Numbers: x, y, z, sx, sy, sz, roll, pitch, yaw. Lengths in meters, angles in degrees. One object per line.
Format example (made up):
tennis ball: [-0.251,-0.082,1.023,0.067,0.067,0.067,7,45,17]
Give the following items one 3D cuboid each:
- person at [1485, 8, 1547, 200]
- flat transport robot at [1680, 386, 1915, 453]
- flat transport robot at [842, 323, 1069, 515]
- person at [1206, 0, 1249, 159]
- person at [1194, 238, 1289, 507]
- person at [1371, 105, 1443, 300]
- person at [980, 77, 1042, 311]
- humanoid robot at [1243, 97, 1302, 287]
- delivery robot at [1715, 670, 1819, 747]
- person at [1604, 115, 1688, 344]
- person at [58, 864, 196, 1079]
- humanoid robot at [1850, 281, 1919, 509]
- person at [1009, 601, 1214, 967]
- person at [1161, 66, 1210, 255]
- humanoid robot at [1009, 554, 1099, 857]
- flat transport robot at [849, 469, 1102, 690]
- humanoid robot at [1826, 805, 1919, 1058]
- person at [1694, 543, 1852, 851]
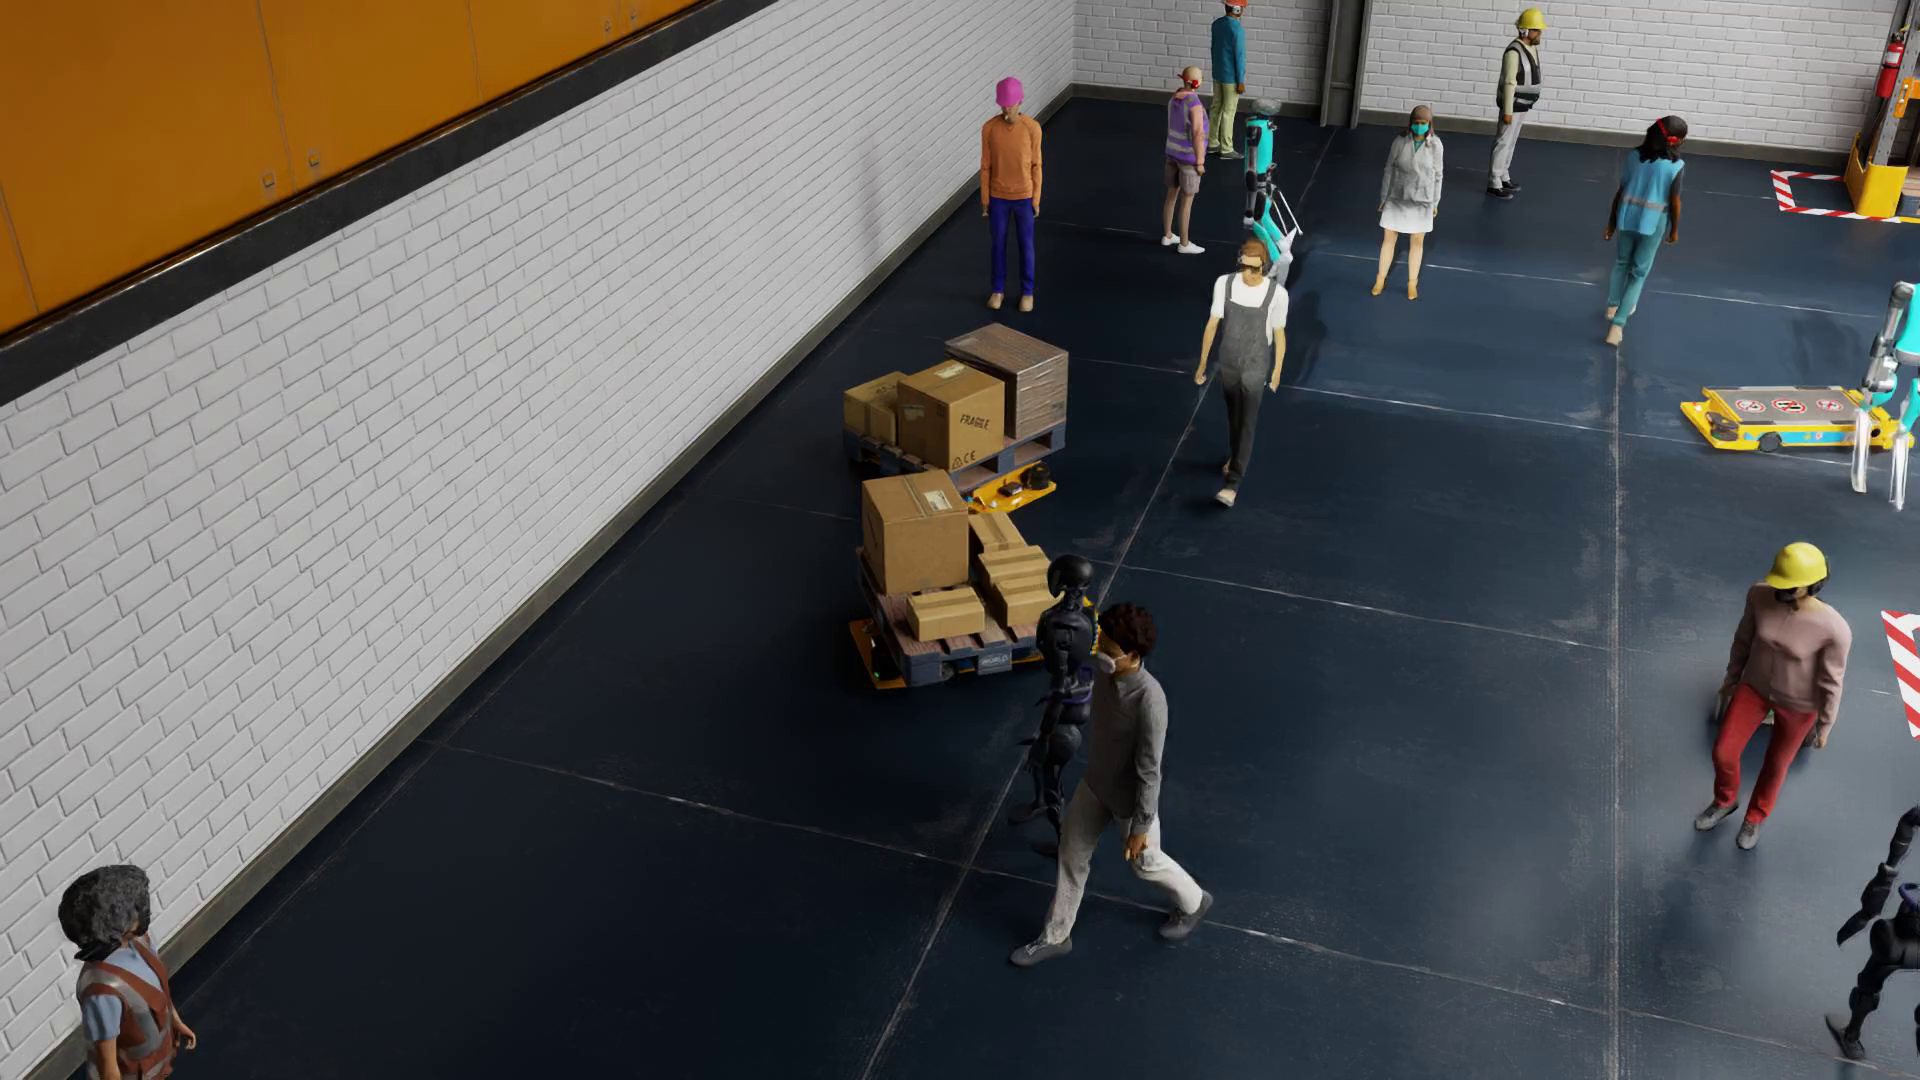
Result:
person: [5.497,-4.309,16.412,0.403,1.834,0.588,18,35,28]
flat transport robot: [6.100,-0.885,12.131,1.431,0.231,0.659,0,30,-1]
flat transport robot: [-0.070,-0.549,11.560,0.659,0.231,1.431,-26,39,-37]
person: [2.834,-4.907,17.507,0.323,1.751,0.560,-13,33,-21]
person: [1.832,-1.132,11.044,0.540,1.806,0.910,17,34,26]
person: [3.806,-2.851,14.100,0.500,1.659,0.335,10,32,16]
person: [0.419,-2.871,13.834,0.516,1.974,0.398,4,31,7]
humanoid robot: [2.699,-2.747,13.961,0.738,1.880,0.568,11,32,19]
delivery robot: [4.461,0.740,9.102,0.499,0.613,0.811,13,33,21]
person: [5.491,-2.524,13.384,0.772,1.830,0.499,-22,37,-33]
person: [-2.945,1.899,6.011,0.530,1.660,0.474,-8,31,-14]
humanoid robot: [6.246,-1.081,11.032,0.542,1.800,0.721,10,32,16]
person: [0.734,1.071,7.245,0.954,1.855,0.545,-16,34,-26]
person: [2.035,-3.441,15.072,0.347,1.694,0.484,-15,34,-24]
humanoid robot: [0.428,0.812,7.858,0.409,1.650,0.606,7,31,11]
flat transport robot: [0.120,0.520,9.740,1.431,0.231,0.659,-9,32,-14]
humanoid robot: [3.874,1.569,6.598,0.594,1.632,0.664,2,30,3]
person: [3.874,0.757,7.884,0.459,1.736,0.548,-26,39,-37]
